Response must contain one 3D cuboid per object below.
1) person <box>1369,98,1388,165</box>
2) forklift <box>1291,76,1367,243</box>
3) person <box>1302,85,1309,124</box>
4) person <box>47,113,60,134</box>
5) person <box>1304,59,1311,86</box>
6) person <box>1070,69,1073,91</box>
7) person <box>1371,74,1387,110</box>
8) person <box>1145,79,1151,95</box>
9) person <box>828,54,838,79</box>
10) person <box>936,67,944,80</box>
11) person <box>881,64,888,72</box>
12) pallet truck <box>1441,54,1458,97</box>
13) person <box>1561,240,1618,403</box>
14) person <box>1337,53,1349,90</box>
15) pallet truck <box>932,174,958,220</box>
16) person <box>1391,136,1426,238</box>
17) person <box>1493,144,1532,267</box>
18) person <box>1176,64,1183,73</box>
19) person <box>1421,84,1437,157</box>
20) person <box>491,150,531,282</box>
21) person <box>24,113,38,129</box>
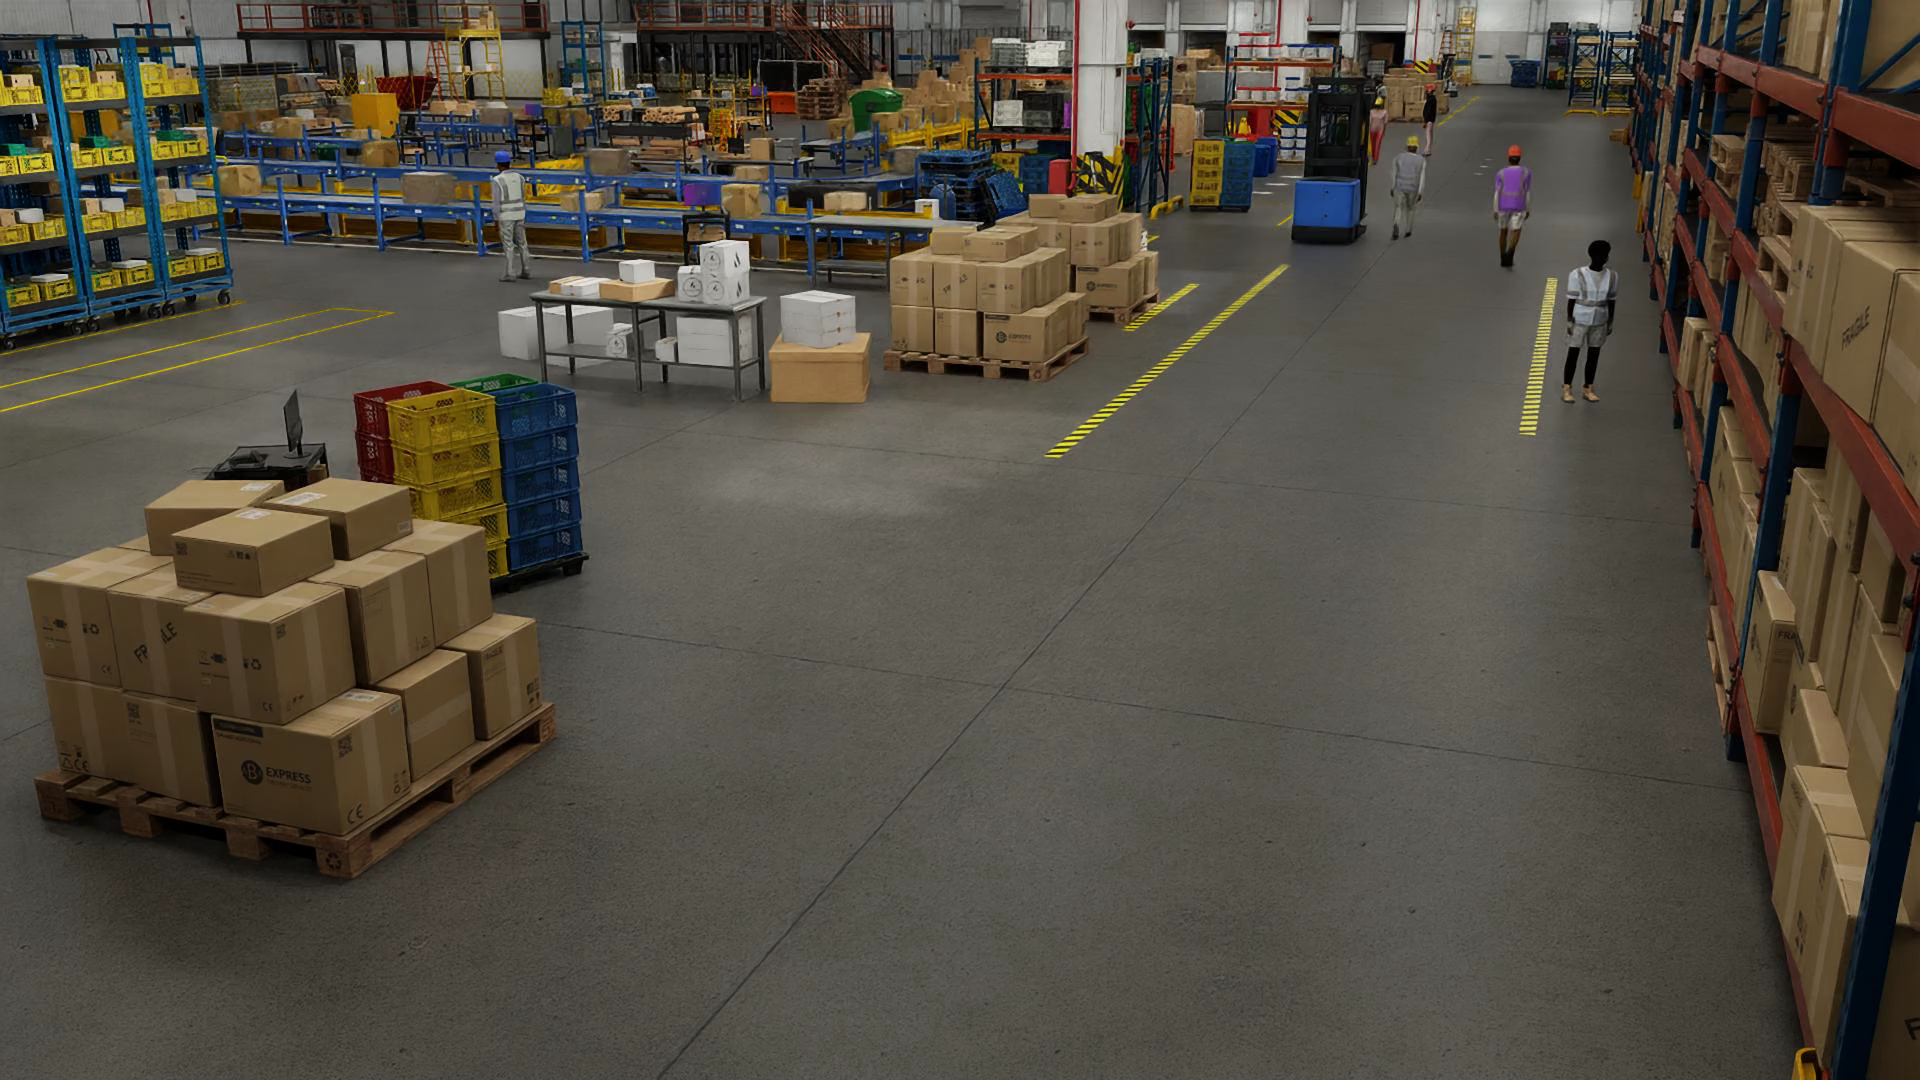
[{"bbox_3d":[11.051,-10.845,44.111,0.521,1.726,0.901,7,19,21],"label":"person"},{"bbox_3d":[6.598,-6.755,29.381,1.129,2.768,1.873,6,19,19],"label":"forklift"},{"bbox_3d":[11.201,-13.839,53.687,0.505,1.622,0.343,-11,21,-31],"label":"person"},{"bbox_3d":[-29.904,-14.382,54.702,0.611,2.042,0.394,-15,23,-39],"label":"person"},{"bbox_3d":[16.210,-21.785,78.193,0.834,1.915,0.636,-5,18,-16],"label":"person"},{"bbox_3d":[5.277,-20.896,75.540,0.825,1.824,0.519,2,18,5],"label":"person"},{"bbox_3d":[13.098,-13.673,52.481,0.535,2.000,0.686,-5,18,-16],"label":"person"},{"bbox_3d":[6.379,-14.989,57.195,0.323,1.690,0.536,-6,19,-19],"label":"person"},{"bbox_3d":[-6.214,-22.862,81.609,0.572,1.883,0.355,10,20,28],"label":"person"},{"bbox_3d":[-0.753,-16.326,60.936,0.367,1.966,0.607,-2,18,-6],"label":"person"},{"bbox_3d":[-3.309,-18.360,67.519,1.002,1.871,0.558,3,18,8],"label":"person"},{"bbox_3d":[22.765,-21.886,78.355,0.823,1.965,1.885,-4,18,-14],"label":"pallet truck"},{"bbox_3d":[6.500,-2.252,17.169,0.533,1.689,0.333,-1,18,-3],"label":"person"},{"bbox_3d":[19.633,-24.004,85.221,0.677,1.863,0.652,7,19,20],"label":"person"},{"bbox_3d":[-0.507,-5.292,27.348,0.653,1.274,1.630,6,19,19],"label":"pallet truck"},{"bbox_3d":[7.946,-6.255,29.557,0.602,1.811,0.763,7,19,20],"label":"person"},{"bbox_3d":[8.667,-5.238,26.162,0.570,1.924,0.598,8,19,23],"label":"person"},{"bbox_3d":[8.642,-17.961,66.196,0.663,1.898,0.594,-1,18,-3],"label":"person"},{"bbox_3d":[13.004,-11.635,46.151,0.377,1.995,0.608,9,20,26],"label":"person"},{"bbox_3d":[-6.752,-4.845,24.916,0.425,1.938,0.603,11,21,31],"label":"person"},{"bbox_3d":[-31.796,-14.919,56.611,0.636,1.911,0.405,-9,20,-26],"label":"person"}]
